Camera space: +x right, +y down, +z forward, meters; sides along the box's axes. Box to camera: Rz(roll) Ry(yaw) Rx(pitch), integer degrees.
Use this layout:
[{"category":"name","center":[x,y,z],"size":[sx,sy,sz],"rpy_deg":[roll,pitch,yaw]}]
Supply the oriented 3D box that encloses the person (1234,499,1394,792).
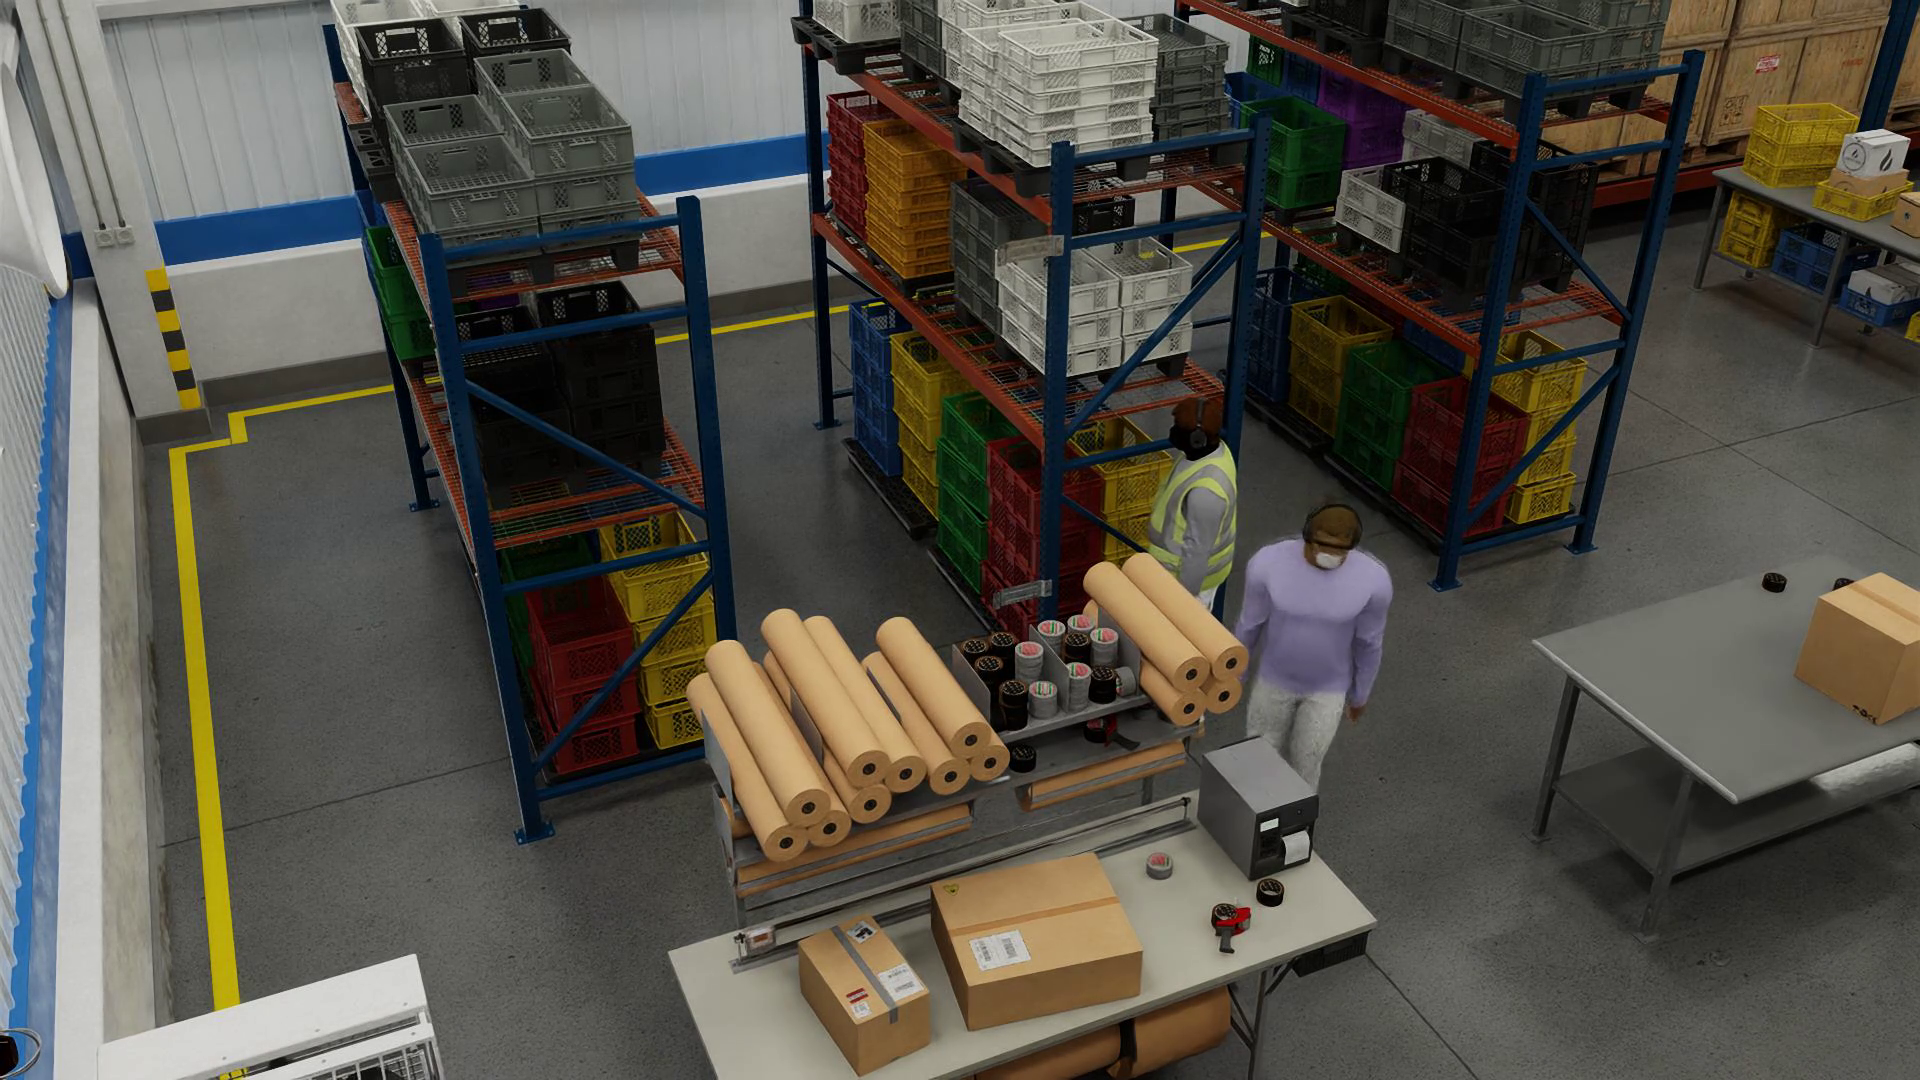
[{"category":"person","center":[1.532,0.602,7.412],"size":[0.655,1.917,0.608],"rpy_deg":[8,32,12]}]

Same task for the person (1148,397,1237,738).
[{"category":"person","center":[1.136,0.131,8.257],"size":[0.429,1.837,0.629],"rpy_deg":[4,32,6]}]

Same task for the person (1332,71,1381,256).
[{"category":"person","center":[3.234,-3.183,13.588],"size":[0.576,1.882,0.362],"rpy_deg":[-7,32,-11]}]
